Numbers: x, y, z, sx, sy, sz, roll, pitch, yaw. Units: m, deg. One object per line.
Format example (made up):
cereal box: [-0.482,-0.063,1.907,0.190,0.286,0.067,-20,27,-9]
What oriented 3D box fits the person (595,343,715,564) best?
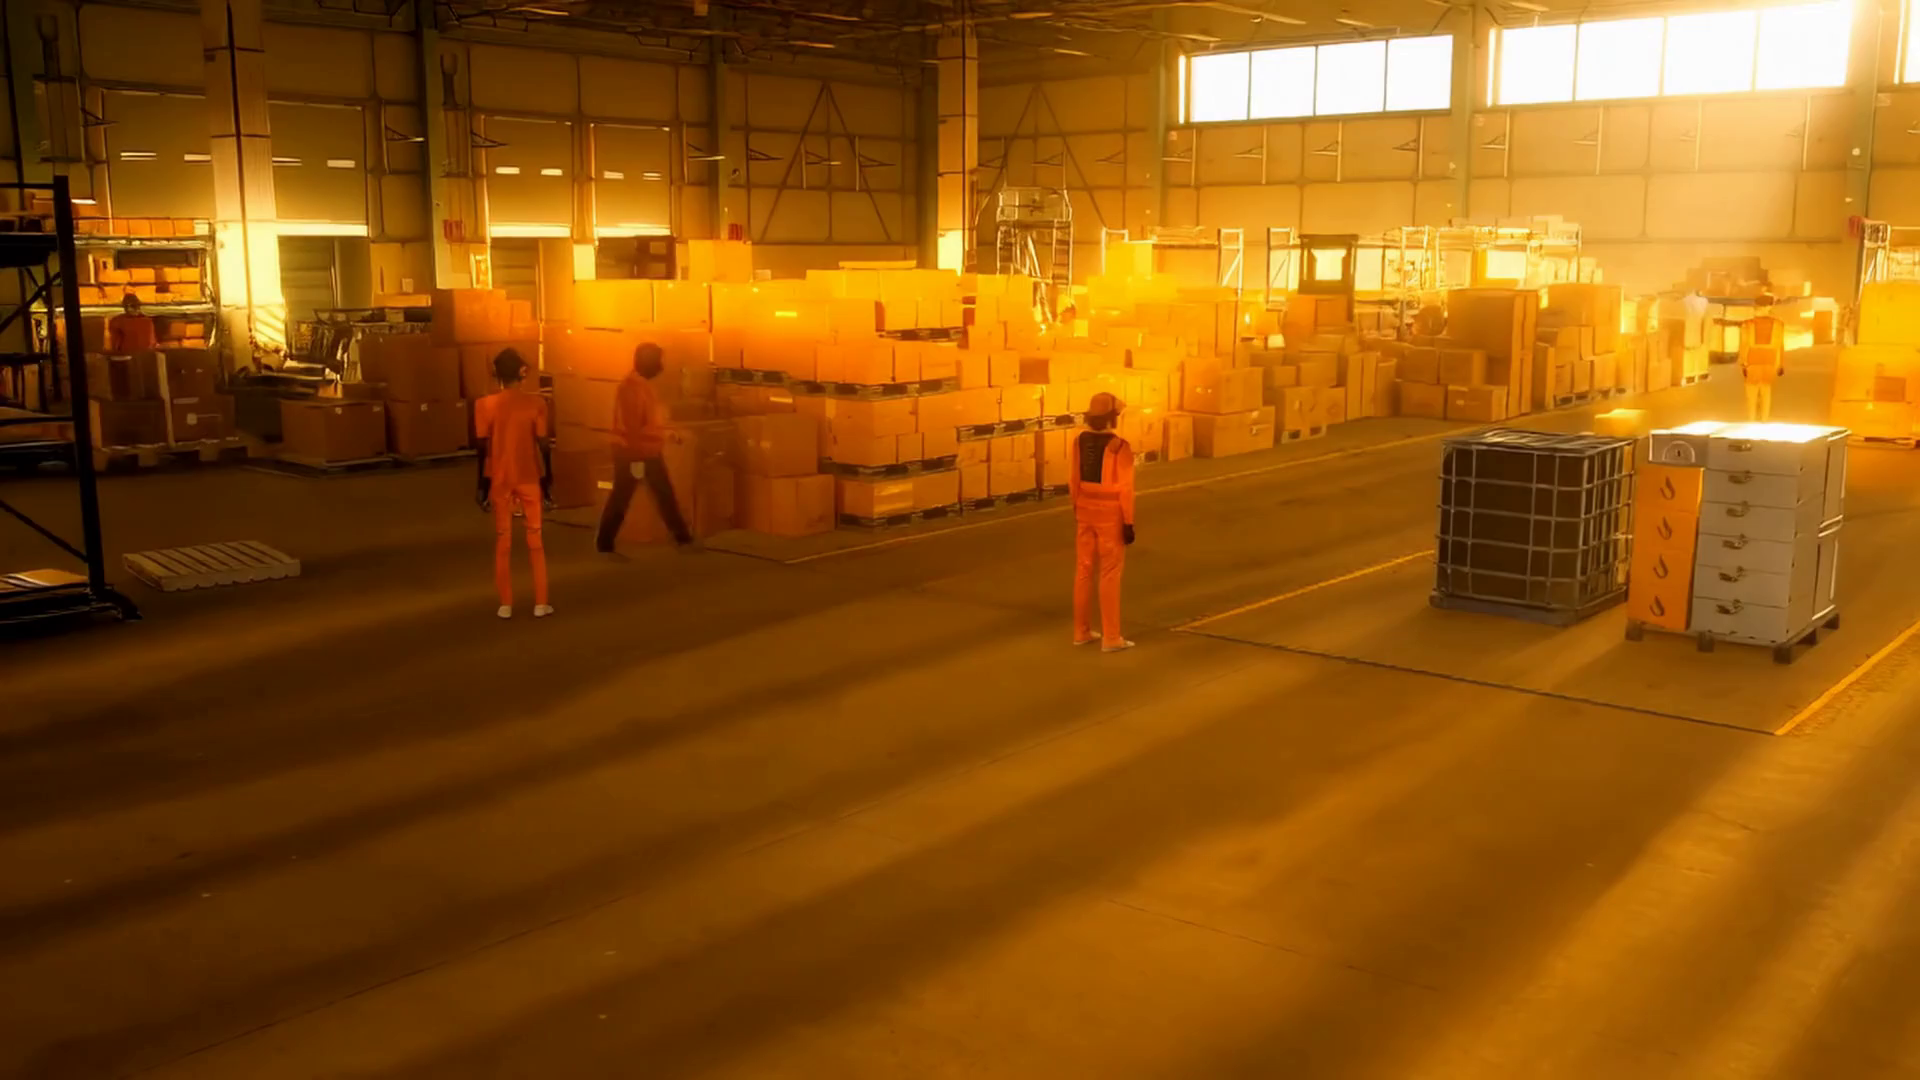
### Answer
person: [-2.505,-0.698,13.501,1.013,1.775,0.668,0,10,2]

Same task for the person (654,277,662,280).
person: [-6.518,-4.726,36.015,0.636,1.931,0.376,-5,11,-24]

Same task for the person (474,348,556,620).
person: [-3.061,-0.379,11.439,0.535,1.864,0.309,-2,10,-11]

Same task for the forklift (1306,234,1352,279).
forklift: [7.398,-4.757,33.478,1.129,2.768,1.873,3,10,15]

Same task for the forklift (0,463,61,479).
forklift: [-11.001,-2.026,17.926,1.873,2.768,1.129,-9,13,-41]

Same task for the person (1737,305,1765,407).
person: [12.897,-2.997,26.949,0.552,1.649,0.874,4,11,22]

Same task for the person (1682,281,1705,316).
person: [14.279,-4.110,32.586,0.640,1.912,0.921,-6,11,-29]

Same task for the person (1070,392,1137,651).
person: [0.908,-0.117,10.589,0.308,1.639,0.523,-9,13,-41]

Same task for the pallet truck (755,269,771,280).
pallet truck: [-4.996,-6.432,45.525,1.885,1.965,0.823,-6,12,-32]

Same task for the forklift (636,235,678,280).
forklift: [-6.681,-5.358,36.900,1.873,2.768,1.129,8,13,40]

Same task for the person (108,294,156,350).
person: [-11.052,-2.327,22.322,0.372,1.940,0.632,6,12,31]

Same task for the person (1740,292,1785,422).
person: [11.321,-2.523,23.475,0.581,1.919,0.423,4,11,24]
